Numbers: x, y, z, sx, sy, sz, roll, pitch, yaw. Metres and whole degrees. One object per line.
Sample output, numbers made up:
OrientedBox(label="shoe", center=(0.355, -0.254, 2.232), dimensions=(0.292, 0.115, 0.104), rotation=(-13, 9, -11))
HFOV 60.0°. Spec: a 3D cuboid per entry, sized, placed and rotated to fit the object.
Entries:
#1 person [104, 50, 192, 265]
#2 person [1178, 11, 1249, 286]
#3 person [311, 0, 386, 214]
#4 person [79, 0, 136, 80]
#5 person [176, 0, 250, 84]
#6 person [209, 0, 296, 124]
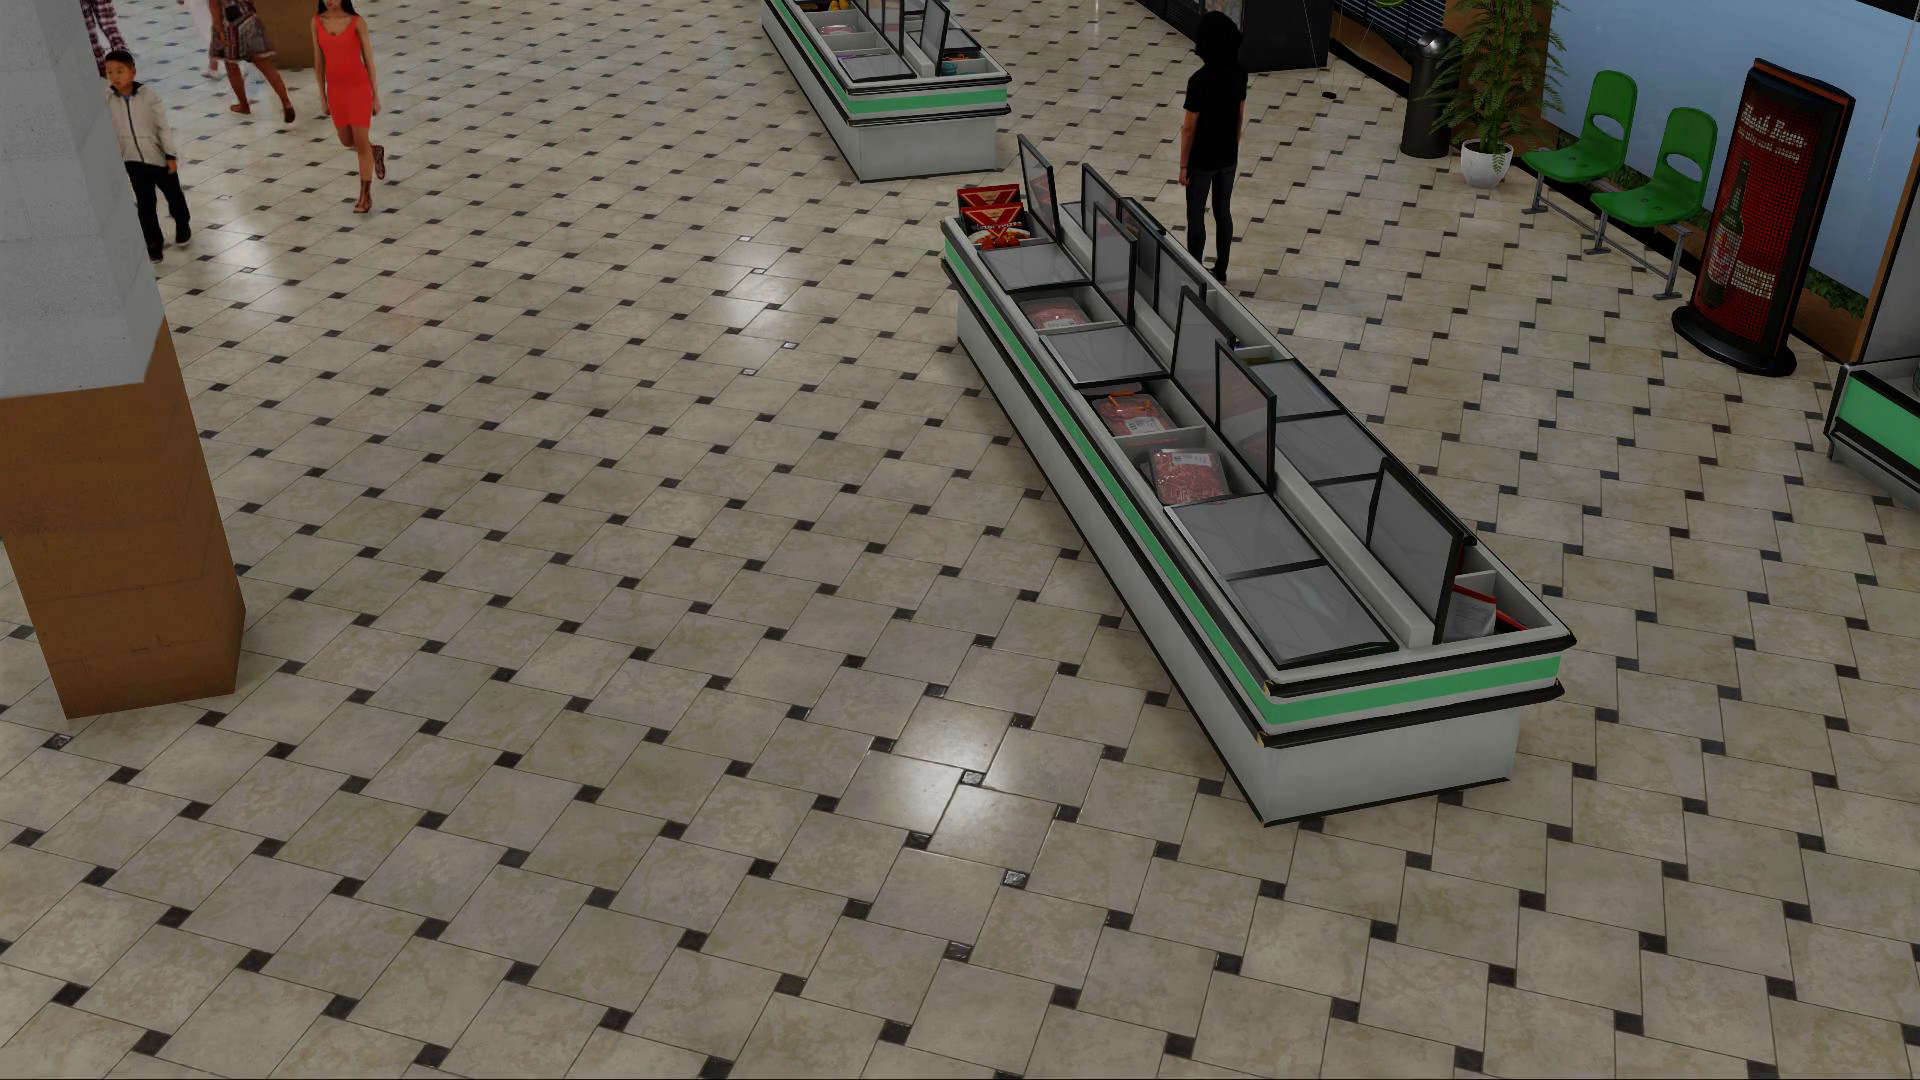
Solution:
OrientedBox(label="person", center=(-5.590, -2.671, 11.515), dimensions=(0.645, 1.424, 0.954), rotation=(-5, 32, -8))
OrientedBox(label="person", center=(1.660, -2.538, 10.918), dimensions=(0.678, 1.829, 0.609), rotation=(-16, 35, -24))
OrientedBox(label="person", center=(-4.482, -3.318, 12.290), dimensions=(0.780, 1.703, 1.041), rotation=(1, 32, 1))
OrientedBox(label="person", center=(-7.769, -4.913, 14.876), dimensions=(0.887, 1.680, 1.049), rotation=(-28, 41, -37))
OrientedBox(label="person", center=(-6.703, -4.860, 14.801), dimensions=(1.074, 1.669, 1.002), rotation=(18, 36, 26))
OrientedBox(label="person", center=(-5.985, -4.257, 13.897), dimensions=(1.202, 1.601, 1.039), rotation=(24, 39, 34))
